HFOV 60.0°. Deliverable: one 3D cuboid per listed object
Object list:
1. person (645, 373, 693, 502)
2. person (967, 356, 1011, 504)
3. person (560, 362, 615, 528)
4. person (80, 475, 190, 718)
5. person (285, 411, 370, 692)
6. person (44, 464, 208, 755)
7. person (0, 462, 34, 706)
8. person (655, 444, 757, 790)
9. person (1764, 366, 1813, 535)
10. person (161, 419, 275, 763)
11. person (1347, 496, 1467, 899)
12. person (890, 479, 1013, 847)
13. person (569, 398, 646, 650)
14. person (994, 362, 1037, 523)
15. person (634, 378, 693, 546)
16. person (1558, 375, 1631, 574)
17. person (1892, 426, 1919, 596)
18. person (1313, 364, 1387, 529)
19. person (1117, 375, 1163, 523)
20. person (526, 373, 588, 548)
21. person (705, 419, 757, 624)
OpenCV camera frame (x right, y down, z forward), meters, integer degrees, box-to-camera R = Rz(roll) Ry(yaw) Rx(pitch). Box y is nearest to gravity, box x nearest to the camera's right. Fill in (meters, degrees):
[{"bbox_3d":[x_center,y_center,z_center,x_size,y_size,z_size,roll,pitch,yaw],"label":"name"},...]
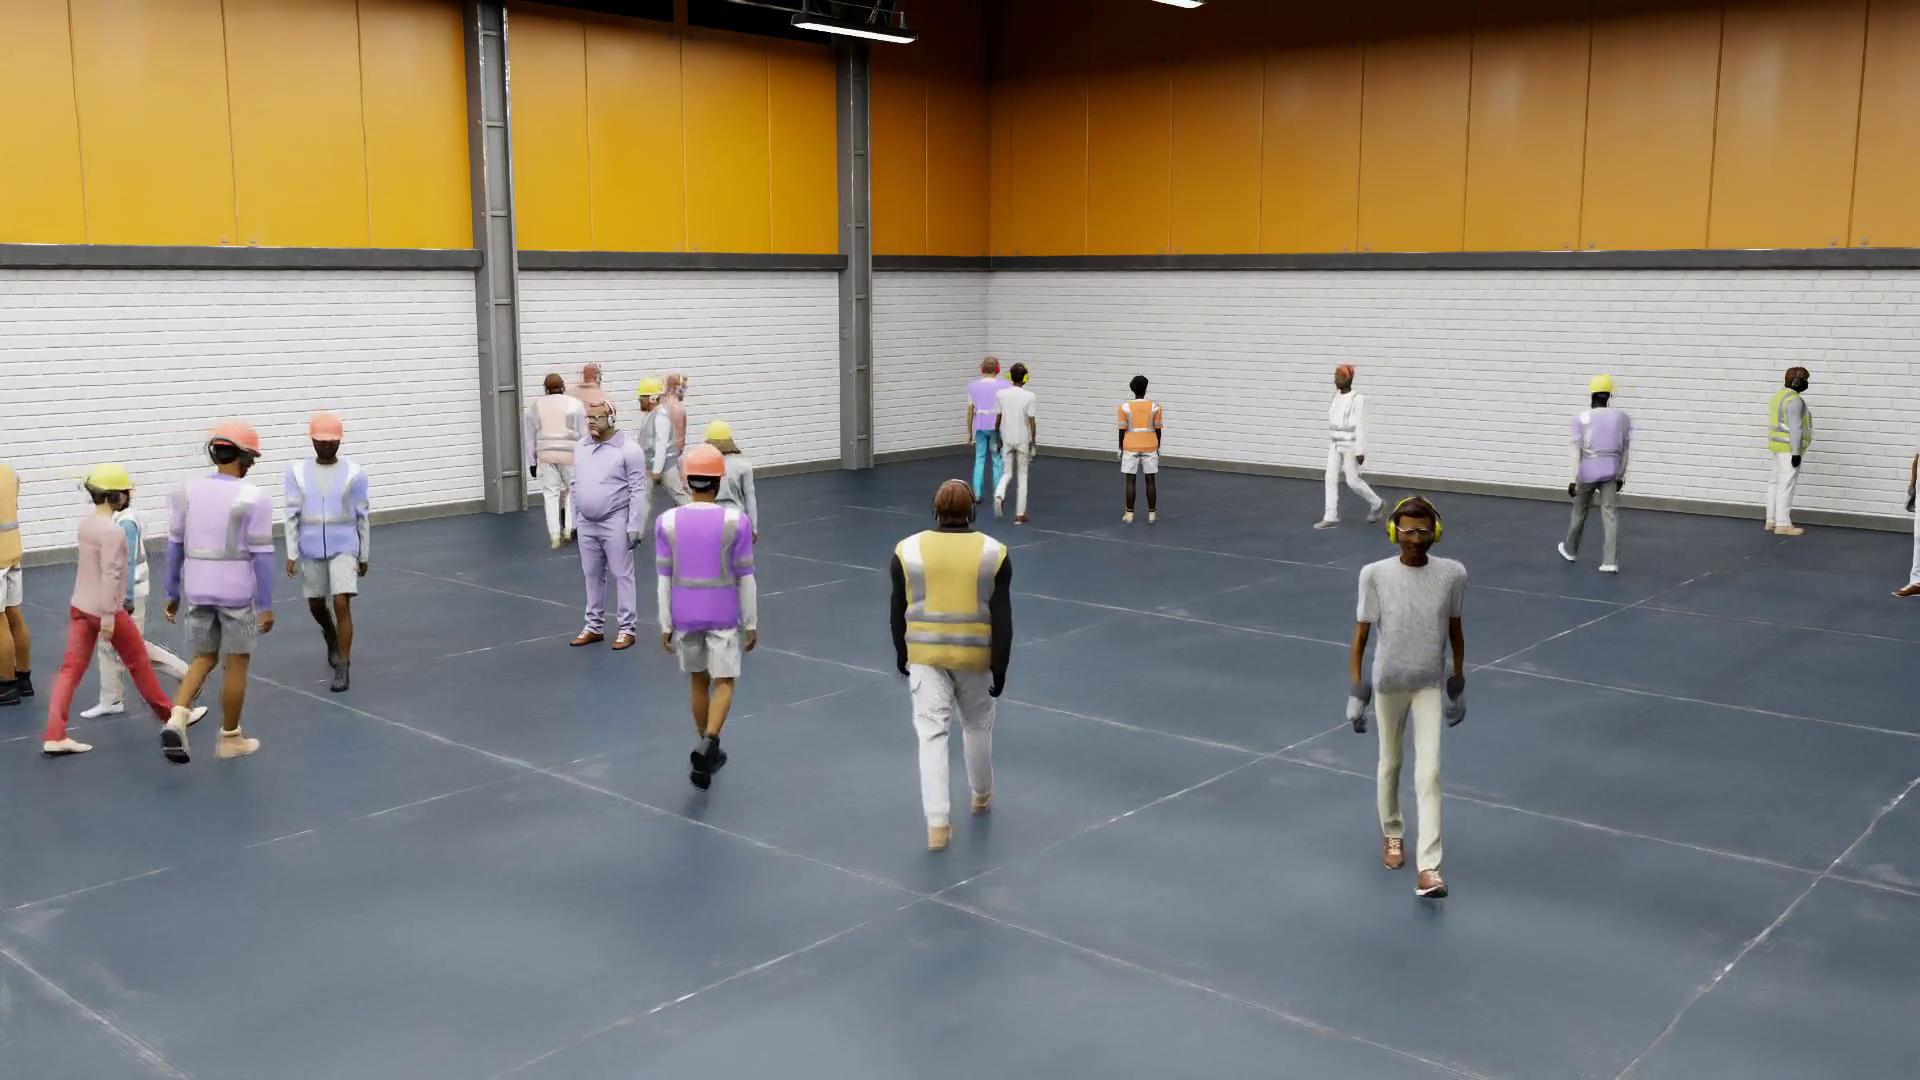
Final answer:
[{"bbox_3d":[-3.173,-0.859,17.636,1.167,1.807,0.658,-8,12,-43],"label":"person"},{"bbox_3d":[0.373,-1.346,20.537,0.579,1.848,0.423,3,9,17],"label":"person"},{"bbox_3d":[-4.118,-1.035,18.461,0.653,1.877,0.816,4,10,24],"label":"person"},{"bbox_3d":[-5.312,0.335,10.690,0.631,1.613,0.529,-8,12,-41],"label":"person"},{"bbox_3d":[-4.379,0.046,11.580,0.546,1.915,0.858,-2,9,-11],"label":"person"},{"bbox_3d":[-5.085,0.401,9.958,0.535,1.702,0.954,7,11,37],"label":"person"},{"bbox_3d":[-6.384,0.133,10.942,0.364,1.939,0.542,-1,9,-6],"label":"person"},{"bbox_3d":[-1.412,0.428,9.201,0.549,1.913,0.786,1,9,4],"label":"person"},{"bbox_3d":[9.111,-0.984,18.270,0.429,1.839,0.633,1,9,8],"label":"person"},{"bbox_3d":[-4.269,0.323,9.556,0.671,2.007,0.711,2,9,10],"label":"person"},{"bbox_3d":[2.066,0.713,7.648,0.563,1.819,0.955,1,9,9],"label":"person"},{"bbox_3d":[-0.042,0.586,8.494,0.620,1.803,0.931,0,9,1],"label":"person"},{"bbox_3d":[-2.705,-0.120,12.630,0.639,1.910,0.406,4,10,23],"label":"person"},{"bbox_3d":[0.604,-1.093,18.905,0.516,1.859,0.556,4,10,24],"label":"person"},{"bbox_3d":[-3.101,-0.810,17.383,0.981,1.781,0.594,-4,10,-25],"label":"person"},{"bbox_3d":[6.141,-0.649,16.060,0.612,1.869,1.006,0,9,0],"label":"person"},{"bbox_3d":[8.469,-0.392,14.456,0.309,1.868,0.535,-3,10,-20],"label":"person"},{"bbox_3d":[4.392,-1.040,18.604,0.842,1.855,0.587,-4,10,-23],"label":"person"},{"bbox_3d":[2.057,-1.035,19.037,0.529,1.695,0.321,0,9,-2],"label":"person"},{"bbox_3d":[-4.198,-0.828,17.378,0.654,1.814,0.497,0,9,2],"label":"person"},{"bbox_3d":[-1.859,-0.087,13.032,0.501,1.706,0.810,1,9,5],"label":"person"}]
